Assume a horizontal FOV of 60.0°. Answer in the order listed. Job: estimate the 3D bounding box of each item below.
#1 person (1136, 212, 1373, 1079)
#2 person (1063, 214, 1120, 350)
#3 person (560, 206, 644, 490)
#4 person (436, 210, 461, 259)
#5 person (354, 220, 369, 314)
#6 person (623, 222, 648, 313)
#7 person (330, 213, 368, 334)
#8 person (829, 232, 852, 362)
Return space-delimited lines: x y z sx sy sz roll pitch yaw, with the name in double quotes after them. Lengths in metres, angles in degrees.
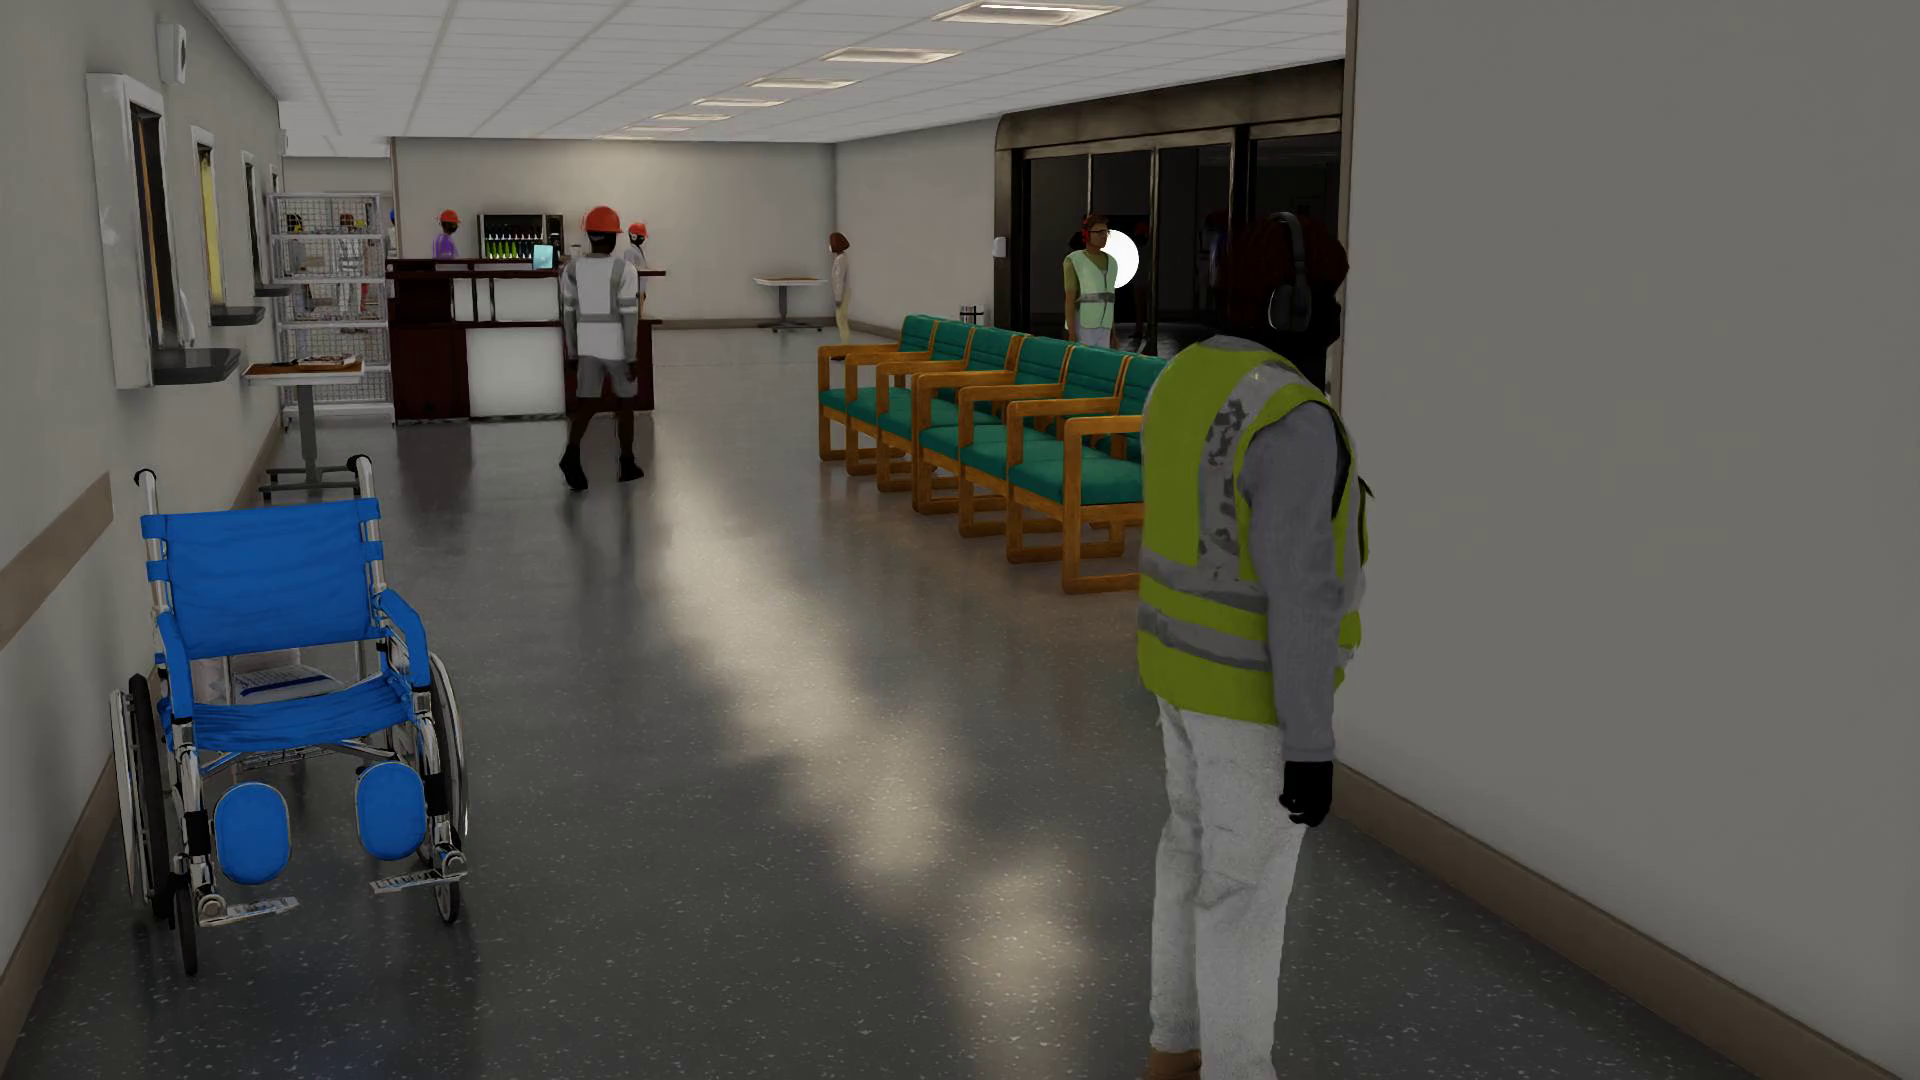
0.566 0.288 3.287 0.430 1.842 0.655 -3 11 -16 "person"
1.031 -1.639 13.155 0.390 1.846 0.563 11 15 44 "person"
-2.450 -1.295 11.259 0.549 1.912 0.871 3 11 13 "person"
-7.294 -3.751 23.818 0.392 1.923 0.541 -5 12 -25 "person"
-11.039 -4.990 30.567 0.479 1.767 0.616 -7 13 -31 "person"
-4.376 -3.431 22.604 0.333 1.745 0.559 0 11 1 "person"
-9.575 -4.171 26.082 0.351 1.878 0.568 6 13 29 "person"
-1.524 -3.097 21.213 0.287 1.627 0.507 0 11 0 "person"
